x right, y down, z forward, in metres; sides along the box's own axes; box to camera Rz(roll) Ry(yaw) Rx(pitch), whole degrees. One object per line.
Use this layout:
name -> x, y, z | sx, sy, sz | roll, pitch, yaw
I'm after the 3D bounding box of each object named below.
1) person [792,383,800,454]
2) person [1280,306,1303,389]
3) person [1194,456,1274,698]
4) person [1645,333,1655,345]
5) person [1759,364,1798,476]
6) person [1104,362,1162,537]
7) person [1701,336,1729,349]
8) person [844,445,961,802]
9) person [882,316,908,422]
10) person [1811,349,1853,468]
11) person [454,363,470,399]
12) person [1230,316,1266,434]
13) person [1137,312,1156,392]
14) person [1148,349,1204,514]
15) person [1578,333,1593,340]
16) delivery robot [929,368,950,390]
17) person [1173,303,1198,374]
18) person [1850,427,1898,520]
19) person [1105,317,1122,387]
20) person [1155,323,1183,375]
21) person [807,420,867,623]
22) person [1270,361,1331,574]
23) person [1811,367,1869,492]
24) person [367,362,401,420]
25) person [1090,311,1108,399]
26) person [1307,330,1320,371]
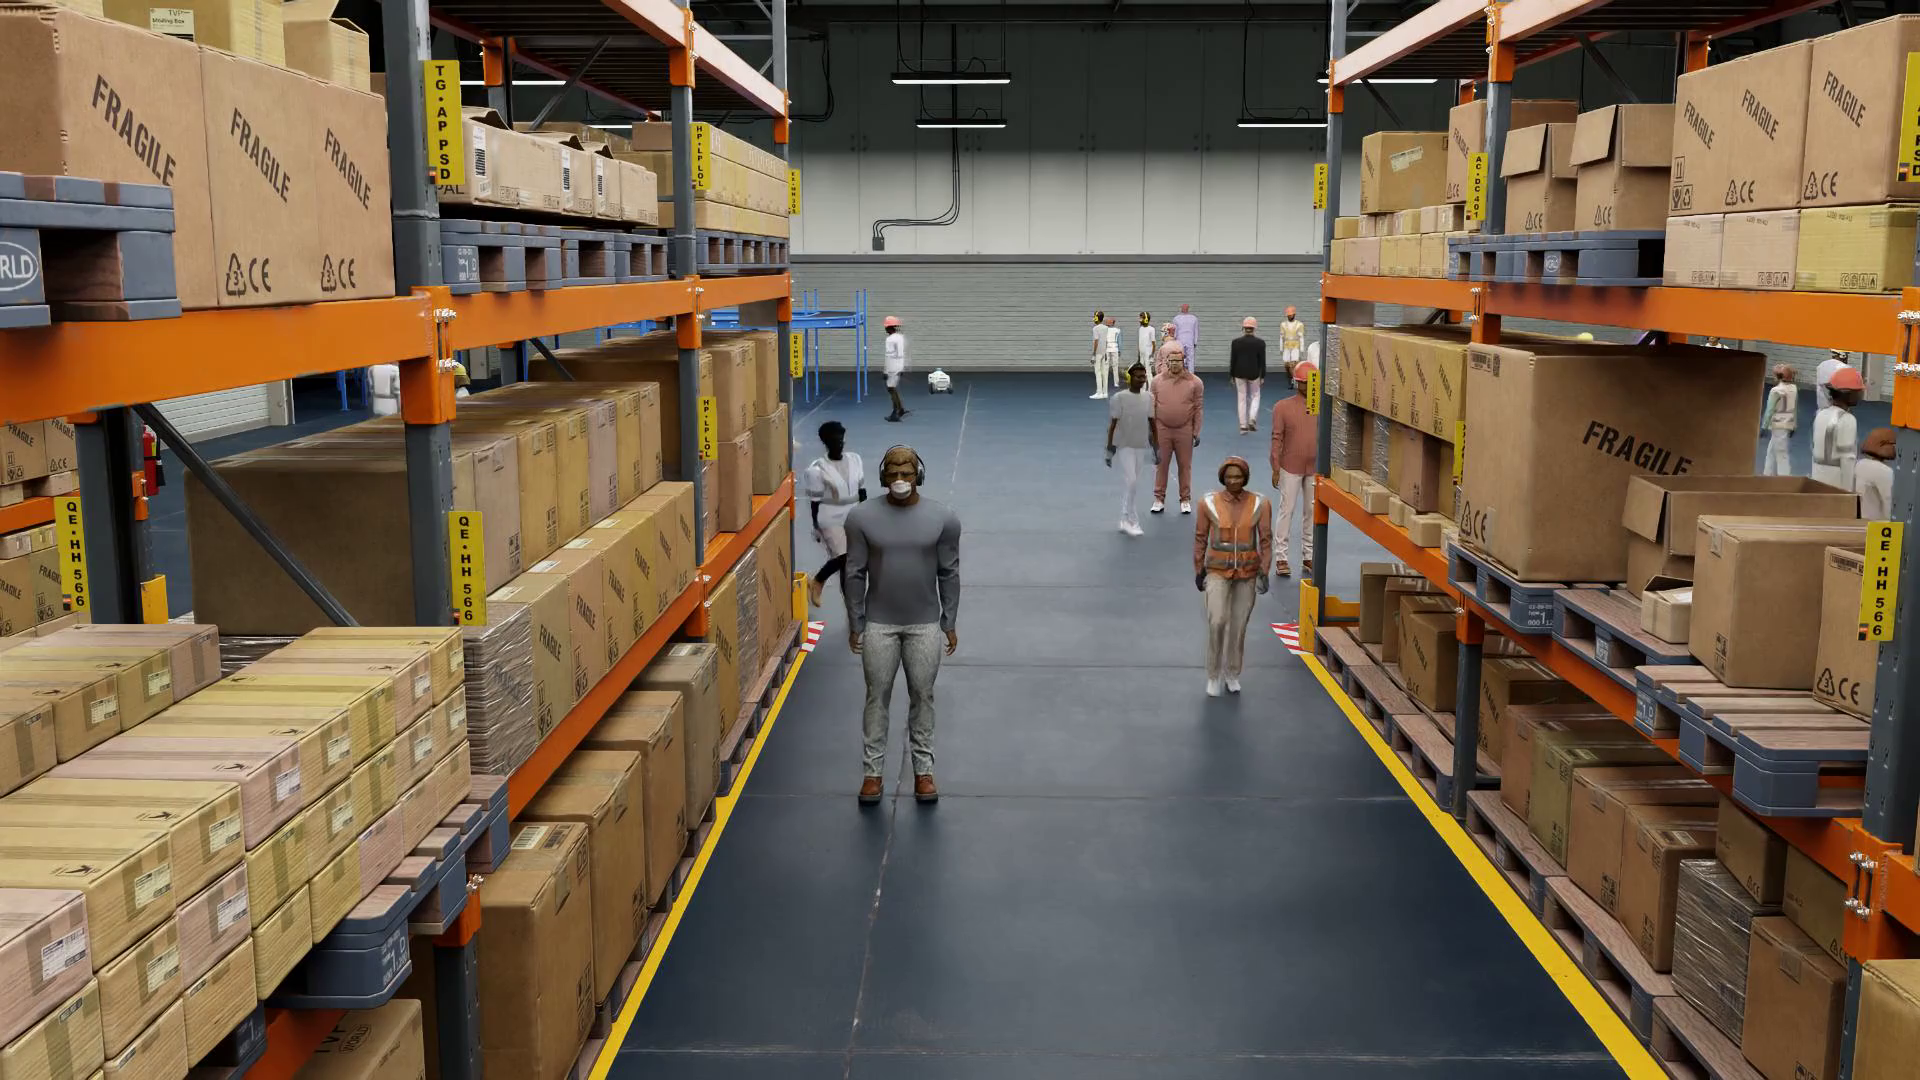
person -> -2.592, -1.984, 23.879 | 0.487, 1.830, 0.630 | -3, 10, -20
person -> 7.666, -4.452, 38.394 | 0.572, 1.914, 0.590 | 5, 11, 26
person -> 1.833, 0.250, 11.129 | 0.513, 1.617, 0.579 | 0, 9, 2
person -> 13.483, -3.423, 32.229 | 0.561, 1.919, 0.723 | 0, 9, 1
person -> 10.263, -1.408, 21.021 | 0.538, 1.613, 0.681 | -7, 12, -36
person -> 1.885, -0.958, 17.680 | 0.579, 1.840, 0.799 | -5, 11, -25
person -> 12.461, -2.618, 27.608 | 0.508, 1.844, 0.336 | 5, 11, 28
person -> -0.306, 0.448, 8.964 | 0.629, 1.940, 0.376 | 0, 9, -3
person -> -1.242, -3.138, 30.483 | 0.398, 1.923, 0.571 | 4, 10, 21
person -> 12.291, -1.900, 23.394 | 0.404, 1.825, 0.598 | -2, 10, -12
person -> -5.830, -1.191, 19.369 | 0.296, 1.743, 0.492 | -3, 10, -16
person -> 4.897, -2.804, 28.294 | 0.610, 1.981, 0.423 | 3, 10, 16
person -> 3.900, -3.855, 34.971 | 0.336, 1.864, 0.521 | -5, 11, -29
person -> 2.495, -1.269, 19.349 | 0.643, 1.908, 0.410 | 2, 10, 12
person -> 9.151, -2.115, 24.506 | 0.604, 1.885, 0.975 | -4, 10, -24
delivery robot -> -0.470, -3.592, 37.147 | 0.477, 0.478, 0.707 | -2, 10, -14
person -> 5.500, -4.840, 40.733 | 0.636, 1.911, 0.404 | -1, 10, -4
person -> 7.185, -0.074, 13.057 | 0.499, 1.618, 0.499 | 2, 10, 9
person -> 3.504, -4.369, 38.723 | 0.513, 1.638, 0.313 | 1, 10, 5
person -> 3.409, -2.605, 27.349 | 0.407, 1.910, 0.639 | 5, 11, 26
person -> -1.045, -0.159, 13.463 | 0.799, 1.662, 0.544 | 9, 13, 42
person -> 3.198, -0.675, 15.521 | 0.625, 1.992, 0.388 | -2, 10, -12
person -> 7.379, -0.463, 14.170 | 0.764, 2.028, 0.619 | 2, 10, 10
person -> -7.616, -1.714, 22.075 | 0.560, 1.896, 0.972 | 2, 10, 13
person -> 2.980, -3.967, 35.623 | 0.309, 1.868, 0.535 | 7, 12, 37
person -> 5.876, -2.516, 26.884 | 0.678, 1.880, 0.672 | 5, 11, 28
